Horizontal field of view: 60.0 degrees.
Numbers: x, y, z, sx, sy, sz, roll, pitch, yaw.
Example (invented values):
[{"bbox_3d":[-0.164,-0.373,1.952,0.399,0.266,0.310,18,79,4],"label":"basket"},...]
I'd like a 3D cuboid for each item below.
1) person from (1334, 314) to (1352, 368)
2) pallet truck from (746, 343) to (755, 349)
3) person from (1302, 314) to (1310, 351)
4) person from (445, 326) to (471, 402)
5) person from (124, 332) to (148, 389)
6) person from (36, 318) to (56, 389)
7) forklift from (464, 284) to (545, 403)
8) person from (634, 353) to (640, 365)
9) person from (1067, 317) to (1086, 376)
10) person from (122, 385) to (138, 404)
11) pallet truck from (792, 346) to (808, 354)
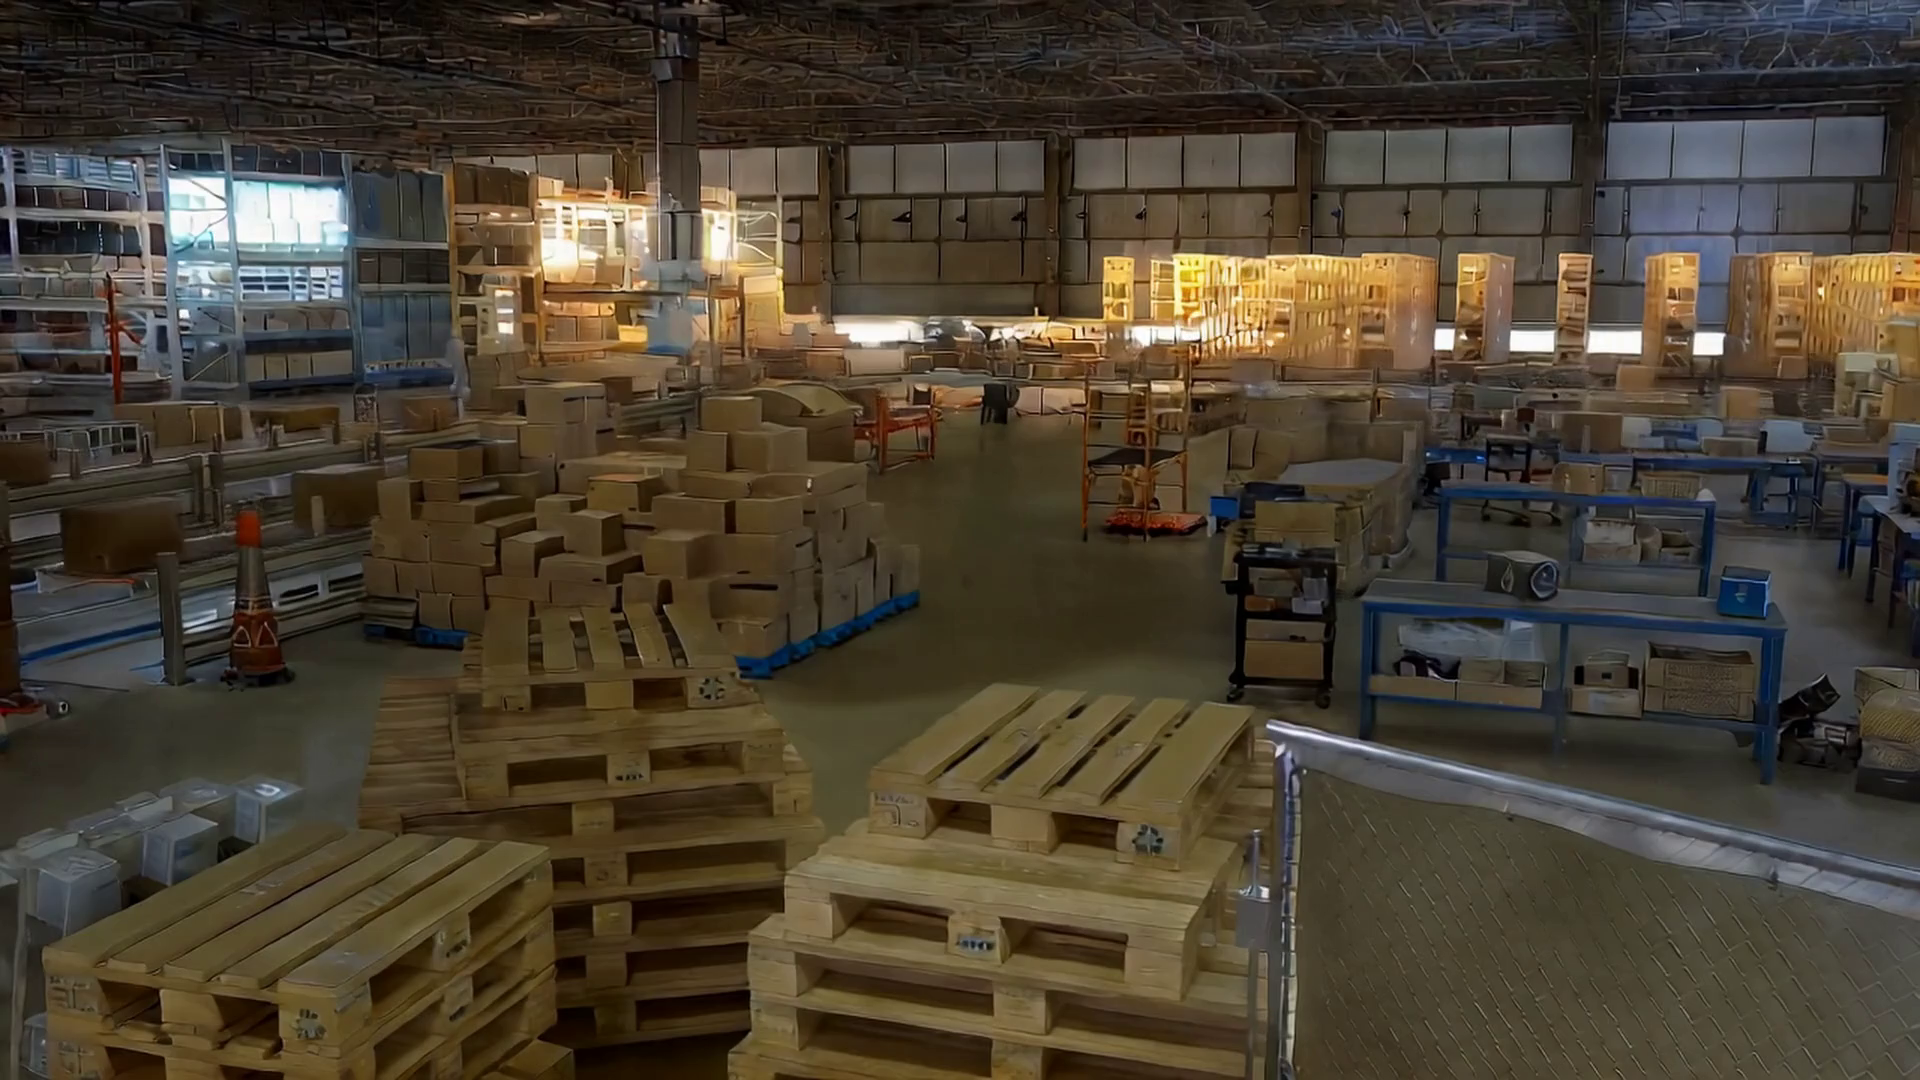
[{"bbox_3d":[11.982,-6.139,51.917,0.591,1.833,0.403,7,12,39],"label":"person"},{"bbox_3d":[-6.183,-4.618,44.264,1.601,1.201,0.680,-9,12,-43],"label":"pallet truck"},{"bbox_3d":[12.372,-7.343,59.456,0.389,1.839,0.563,2,9,11],"label":"person"},{"bbox_3d":[-12.039,-4.238,40.030,0.605,1.813,0.562,2,9,15],"label":"person"},{"bbox_3d":[-21.292,-4.573,42.881,0.489,1.578,0.862,0,9,-3],"label":"person"},{"bbox_3d":[-24.445,-4.984,44.469,0.647,1.888,0.995,3,10,18],"label":"person"},{"bbox_3d":[-10.832,-4.702,39.610,1.129,2.768,1.873,3,10,20],"label":"forklift"},{"bbox_3d":[-10.205,-6.319,52.704,0.350,1.942,0.547,0,9,2],"label":"person"},{"bbox_3d":[3.093,-5.064,44.959,0.621,1.914,0.926,6,11,34],"label":"person"},{"bbox_3d":[-13.721,-2.103,27.329,0.506,1.589,0.835,5,10,30],"label":"person"},{"bbox_3d":[-3.705,-4.298,42.022,0.653,1.274,1.630,3,10,20],"label":"pallet truck"}]
